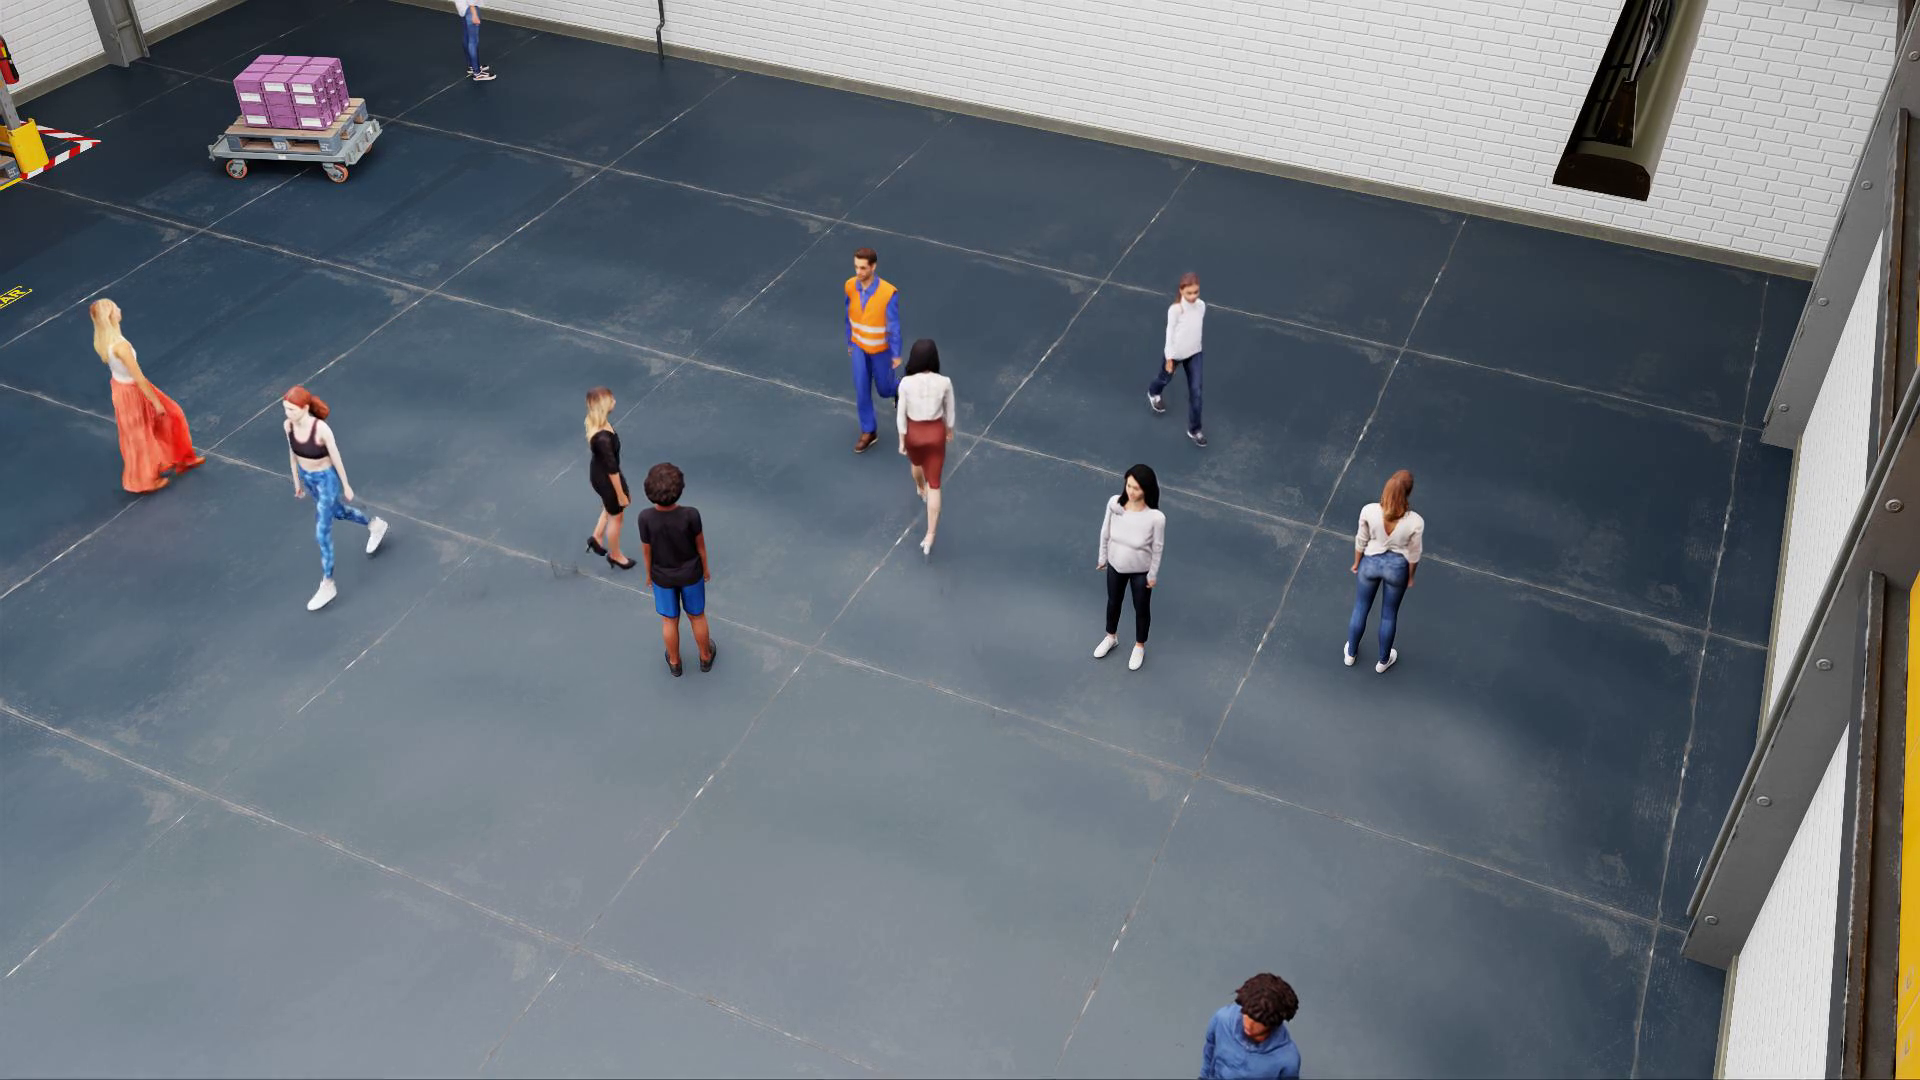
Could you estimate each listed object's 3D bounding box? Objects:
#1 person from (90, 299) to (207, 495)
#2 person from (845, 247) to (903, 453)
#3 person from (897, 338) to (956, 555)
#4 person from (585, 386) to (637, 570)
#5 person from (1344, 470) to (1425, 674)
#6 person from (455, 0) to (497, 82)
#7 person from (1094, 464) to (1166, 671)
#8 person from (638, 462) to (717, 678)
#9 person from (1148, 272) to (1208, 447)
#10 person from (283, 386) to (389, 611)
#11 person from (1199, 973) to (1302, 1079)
[{"bbox_3d":[-6.713,-1.097,13.304,1.042,1.782,0.902,-26,45,-29],"label":"person"},{"bbox_3d":[-0.685,-1.649,13.941,0.725,1.850,1.000,14,41,17],"label":"person"},{"bbox_3d":[-0.255,-0.690,12.867,0.971,1.692,1.234,-2,39,-3],"label":"person"},{"bbox_3d":[-2.736,-0.426,12.557,0.783,1.667,0.722,-11,40,-14],"label":"person"},{"bbox_3d":[2.984,0.218,11.708,0.605,1.720,0.524,15,41,18],"label":"person"},{"bbox_3d":[-5.955,-6.432,20.044,0.776,1.709,0.733,-16,41,-19],"label":"person"},{"bbox_3d":[1.215,0.171,11.782,0.613,1.701,0.553,18,42,21],"label":"person"},{"bbox_3d":[-1.982,0.221,11.640,0.706,1.799,0.746,-7,39,-8],"label":"person"},{"bbox_3d":[1.849,-1.626,14.180,1.015,1.516,1.079,-12,40,-15],"label":"person"},{"bbox_3d":[-4.721,-0.430,12.501,0.594,1.742,1.209,16,41,19],"label":"person"},{"bbox_3d":[1.440,2.804,8.397,0.726,1.811,0.659,27,46,29],"label":"person"}]
